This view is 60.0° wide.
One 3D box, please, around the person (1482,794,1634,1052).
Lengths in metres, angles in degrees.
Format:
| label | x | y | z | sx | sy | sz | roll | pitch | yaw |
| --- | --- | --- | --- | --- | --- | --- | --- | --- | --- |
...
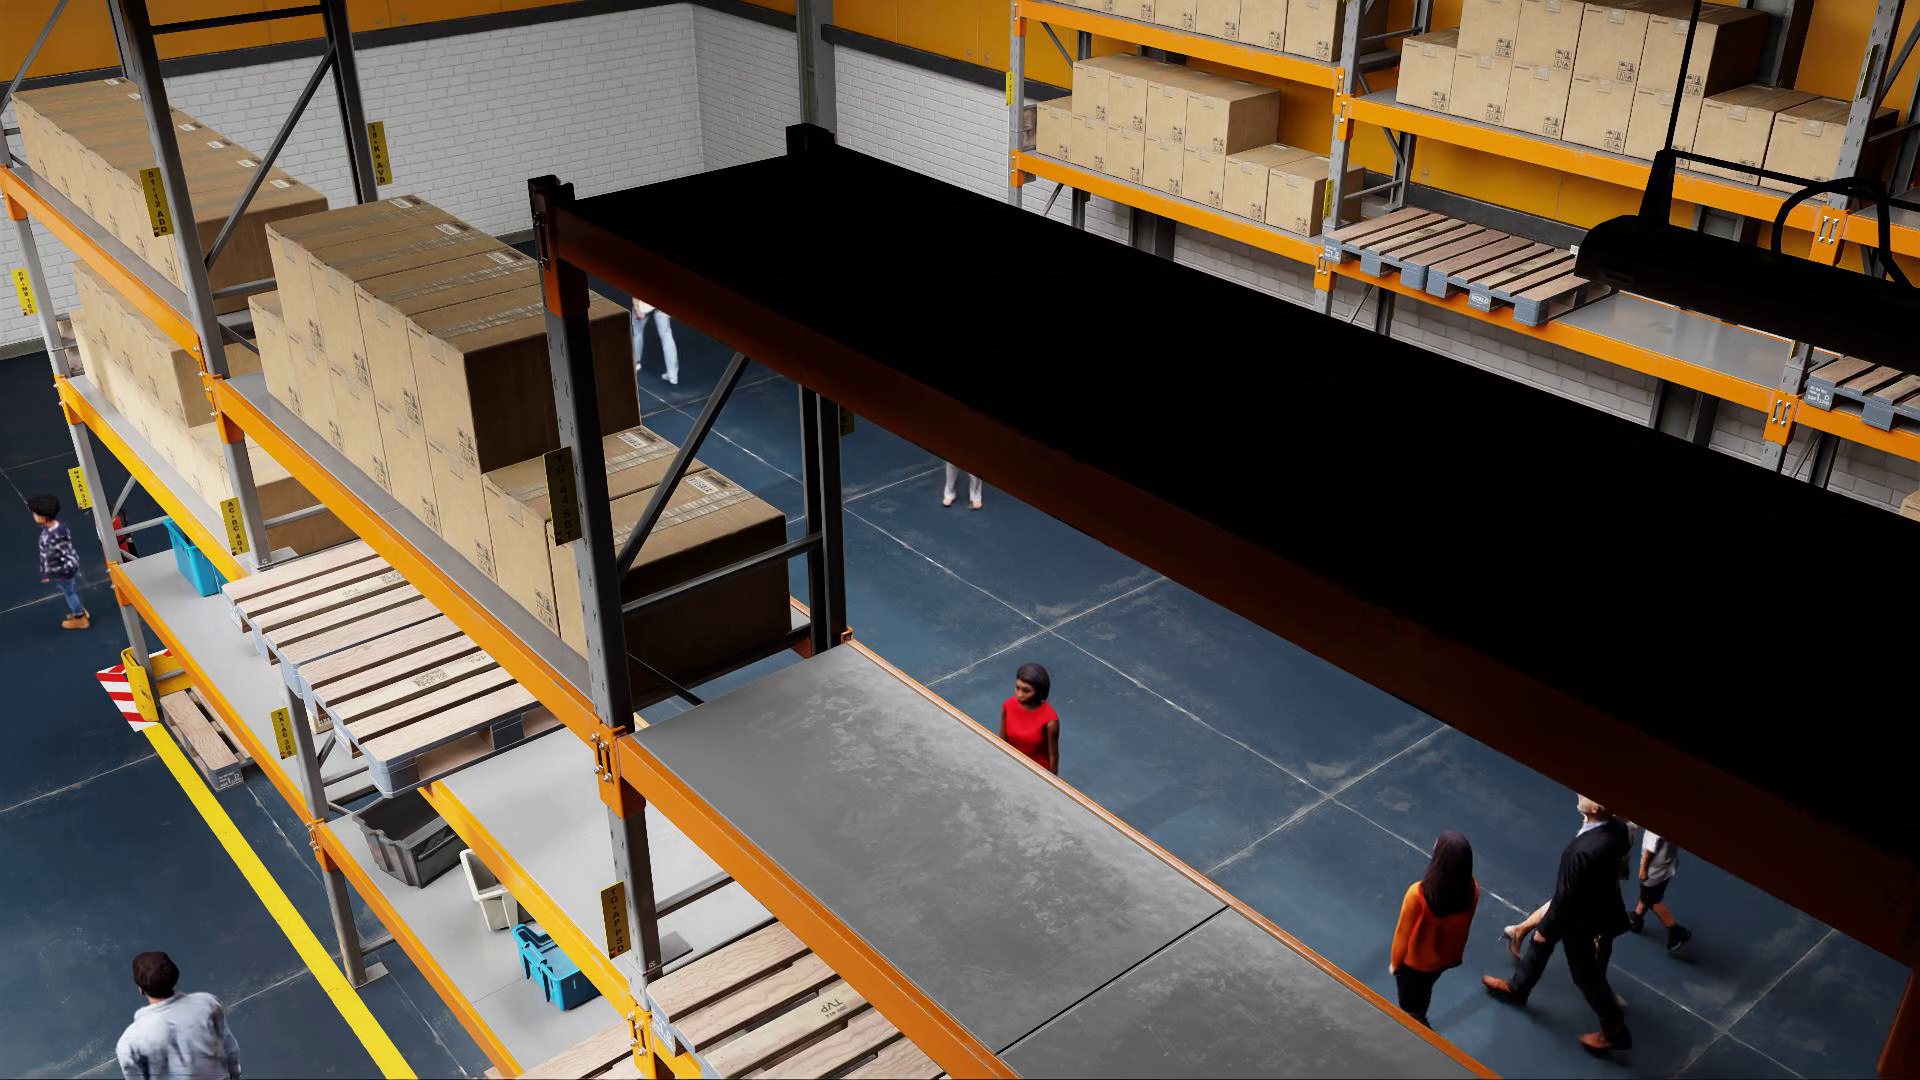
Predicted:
| label | x | y | z | sx | sy | sz | roll | pitch | yaw |
| --- | --- | --- | --- | --- | --- | --- | --- | --- | --- |
| person | 3.644 | 2.192 | 9.567 | 1.233 | 1.770 | 0.879 | 19 | 34 | 31 |

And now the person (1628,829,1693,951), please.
| label | x | y | z | sx | sy | sz | roll | pitch | yaw |
| --- | --- | --- | --- | --- | --- | --- | --- | --- | --- |
| person | 4.441 | 2.025 | 10.418 | 0.491 | 1.246 | 0.753 | -23 | 36 | -36 |

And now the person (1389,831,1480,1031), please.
| label | x | y | z | sx | sy | sz | roll | pitch | yaw |
| --- | --- | --- | --- | --- | --- | --- | --- | --- | --- |
| person | 2.649 | 2.382 | 9.262 | 0.830 | 1.727 | 1.100 | -10 | 30 | -18 |

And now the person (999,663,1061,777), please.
| label | x | y | z | sx | sy | sz | roll | pitch | yaw |
| --- | --- | --- | --- | --- | --- | --- | --- | --- | --- |
| person | 0.447 | 1.552 | 10.765 | 0.555 | 1.744 | 0.702 | 15 | 32 | 25 |

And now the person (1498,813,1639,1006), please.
| label | x | y | z | sx | sy | sz | roll | pitch | yaw |
| --- | --- | --- | --- | --- | --- | --- | --- | --- | --- |
| person | 3.708 | 2.000 | 9.970 | 1.121 | 1.720 | 0.894 | 13 | 31 | 22 |

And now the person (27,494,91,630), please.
| label | x | y | z | sx | sy | sz | roll | pitch | yaw |
| --- | --- | --- | --- | --- | --- | --- | --- | --- | --- |
| person | -7.412 | 0.184 | 13.793 | 0.659 | 1.247 | 0.590 | 0 | 29 | 0 |

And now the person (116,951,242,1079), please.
| label | x | y | z | sx | sy | sz | roll | pitch | yaw |
| --- | --- | --- | --- | --- | --- | --- | --- | --- | --- |
| person | -3.805 | 2.847 | 8.336 | 0.725 | 1.797 | 0.869 | -25 | 38 | -38 |
